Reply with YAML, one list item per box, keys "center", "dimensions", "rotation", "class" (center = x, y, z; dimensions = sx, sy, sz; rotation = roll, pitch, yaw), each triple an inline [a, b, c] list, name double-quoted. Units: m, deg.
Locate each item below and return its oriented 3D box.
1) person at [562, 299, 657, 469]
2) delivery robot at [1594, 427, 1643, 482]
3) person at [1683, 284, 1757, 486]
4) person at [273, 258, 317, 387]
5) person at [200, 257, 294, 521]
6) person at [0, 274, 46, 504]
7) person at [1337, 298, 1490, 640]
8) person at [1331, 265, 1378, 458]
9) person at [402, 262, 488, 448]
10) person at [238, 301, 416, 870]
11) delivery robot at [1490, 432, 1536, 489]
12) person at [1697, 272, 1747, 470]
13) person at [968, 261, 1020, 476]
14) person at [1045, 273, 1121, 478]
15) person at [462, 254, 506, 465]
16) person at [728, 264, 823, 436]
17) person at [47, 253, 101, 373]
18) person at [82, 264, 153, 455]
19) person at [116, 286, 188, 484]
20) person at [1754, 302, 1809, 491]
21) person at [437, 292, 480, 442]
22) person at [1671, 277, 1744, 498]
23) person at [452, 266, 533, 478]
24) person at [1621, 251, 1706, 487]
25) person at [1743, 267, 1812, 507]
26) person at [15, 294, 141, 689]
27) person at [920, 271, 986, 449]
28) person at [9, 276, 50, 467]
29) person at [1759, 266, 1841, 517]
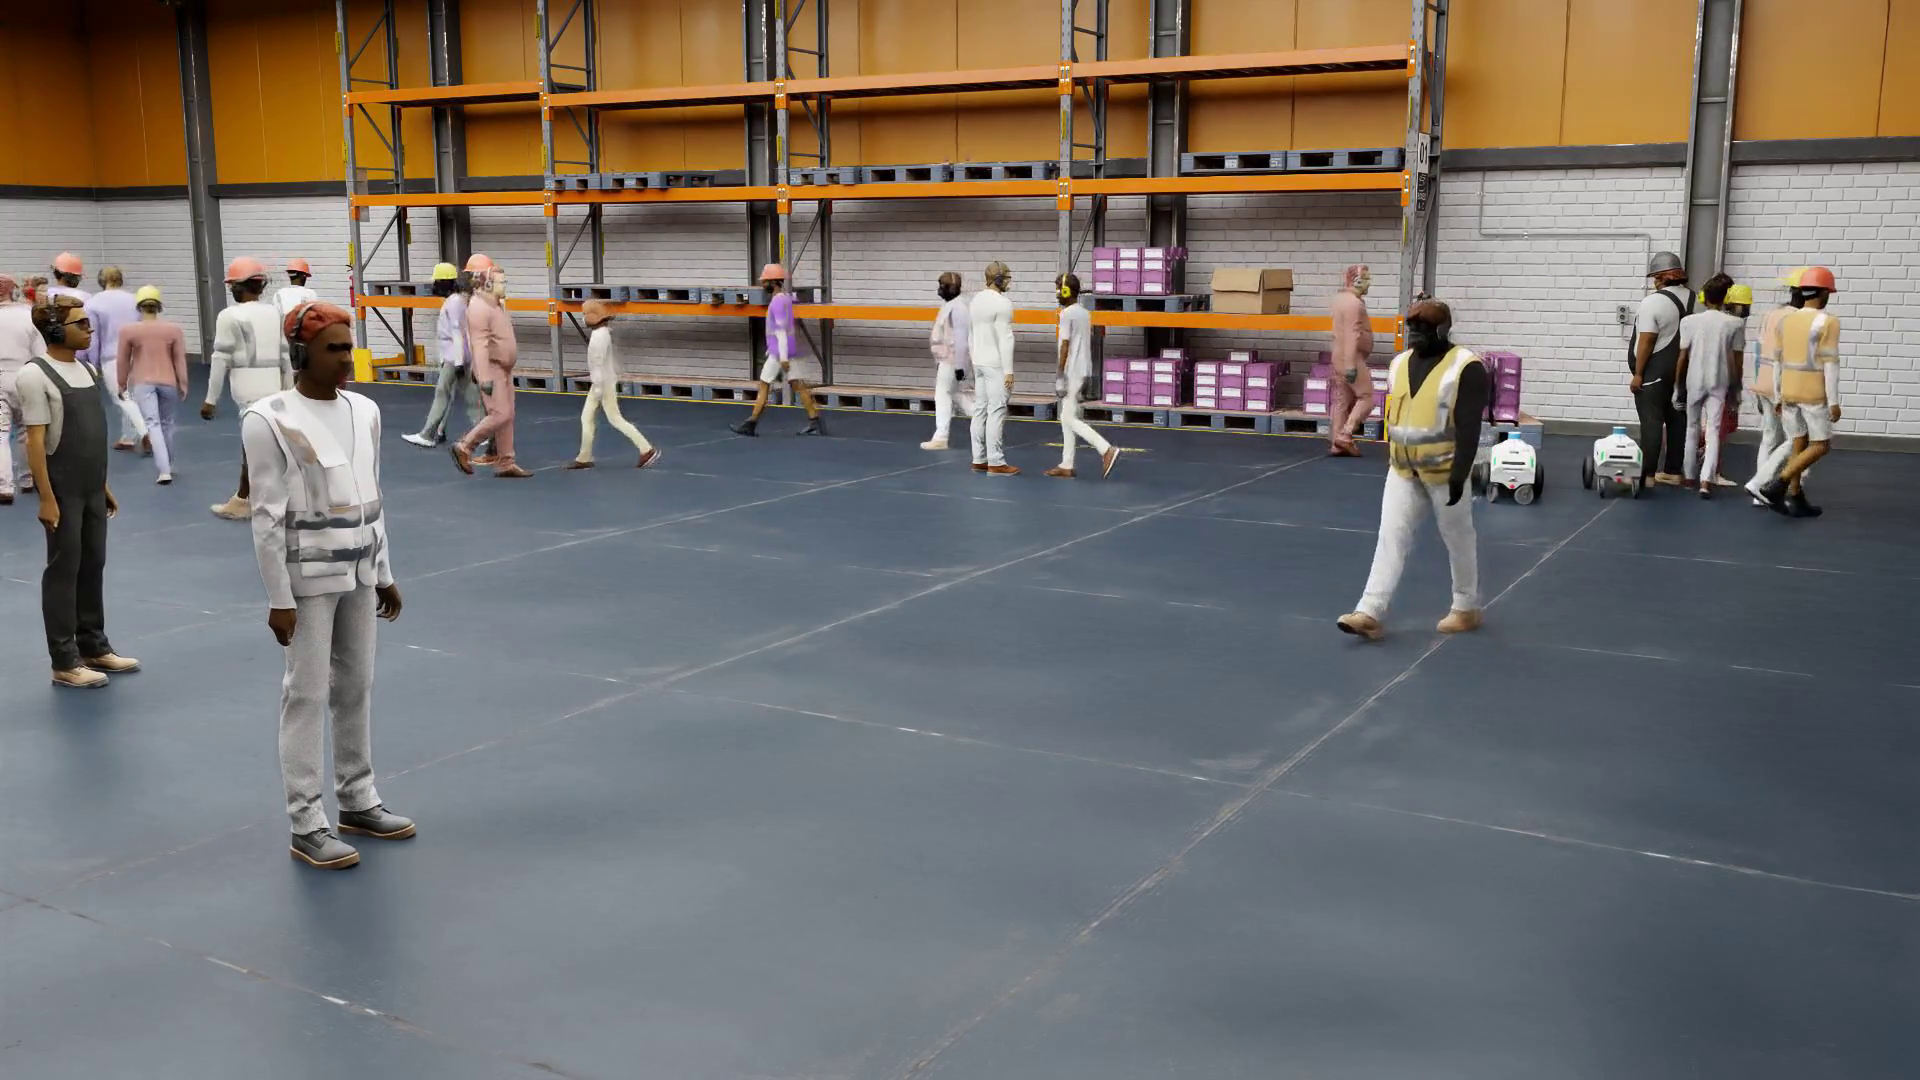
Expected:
- center: [-3.246, -1.434, 15.407]
  dimensions: [0.840, 1.594, 0.507]
  rotation: [-3, 10, -15]
  class: "person"
- center: [5.510, -0.706, 13.932]
  dimensions: [0.477, 0.478, 0.707]
  rotation: [3, 11, 17]
  class: "delivery robot"
- center: [6.570, -1.341, 14.413]
  dimensions: [0.548, 1.743, 0.556]
  rotation: [8, 13, 40]
  class: "person"
- center: [-7.590, -2.272, 19.180]
  dimensions: [0.542, 1.928, 0.374]
  rotation: [2, 10, 10]
  class: "person"
- center: [-5.207, -1.083, 12.289]
  dimensions: [1.045, 1.997, 0.631]
  rotation: [3, 11, 18]
  class: "person"
- center: [-7.791, -1.234, 13.579]
  dimensions: [0.642, 1.856, 1.053]
  rotation: [-6, 12, -31]
  class: "person"
- center: [2.435, -0.359, 8.724]
  dimensions: [0.969, 1.788, 0.639]
  rotation: [-8, 13, -37]
  class: "person"
- center: [3.848, -1.728, 16.205]
  dimensions: [0.446, 1.887, 0.669]
  rotation: [1, 10, 4]
  class: "person"
- center: [-5.302, -1.872, 17.000]
  dimensions: [0.904, 1.888, 0.614]
  rotation: [-2, 10, -12]
  class: "person"
- center: [-2.123, 0.146, 5.618]
  dimensions: [0.355, 1.883, 0.576]
  rotation: [4, 11, 20]
  class: "person"
- center: [4.507, -0.639, 13.554]
  dimensions: [0.477, 0.478, 0.707]
  rotation: [3, 11, 17]
  class: "delivery robot"
- center: [7.049, -1.582, 15.558]
  dimensions: [0.543, 1.835, 0.929]
  rotation: [4, 11, 20]
  class: "person"
- center: [0.297, -1.547, 15.047]
  dimensions: [0.352, 1.936, 0.635]
  rotation: [-6, 11, -29]
  class: "person"
- center: [1.097, -1.435, 14.745]
  dimensions: [0.748, 1.837, 0.555]
  rotation: [5, 11, 28]
  class: "person"
- center: [-4.487, -1.704, 15.769]
  dimensions: [0.391, 1.995, 0.613]
  rotation: [1, 10, 6]
  class: "person"
- center: [-1.978, -2.047, 18.058]
  dimensions: [1.043, 1.884, 0.549]
  rotation: [1, 10, 7]
  class: "person"
- center: [-8.866, -1.846, 16.597]
  dimensions: [0.647, 2.015, 0.724]
  rotation: [2, 10, 14]
  class: "person"
- center: [-8.222, -1.768, 16.431]
  dimensions: [0.881, 1.902, 0.629]
  rotation: [6, 12, 32]
  class: "person"
- center: [-7.109, -1.367, 14.650]
  dimensions: [0.540, 1.706, 0.908]
  rotation: [-7, 12, -36]
  class: "person"
- center: [6.962, -1.190, 13.949]
  dimensions: [0.576, 1.596, 0.766]
  rotation: [3, 11, 18]
  class: "person"
- center: [-5.340, -1.840, 17.684]
  dimensions: [0.529, 1.595, 0.845]
  rotation: [2, 10, 12]
  class: "person"
- center: [6.217, -1.267, 13.836]
  dimensions: [0.549, 1.825, 0.950]
  rotation: [5, 11, 27]
  class: "person"
- center: [-4.161, -1.474, 14.753]
  dimensions: [0.564, 1.892, 0.659]
  rotation: [1, 10, 3]
  class: "person"
- center: [6.030, -1.479, 14.368]
  dimensions: [0.679, 2.000, 0.537]
  rotation: [-5, 11, -25]
  class: "person"
- center: [6.493, -1.178, 13.054]
  dimensions: [0.463, 1.905, 0.629]
  rotation: [0, 10, -2]
  class: "person"
- center: [-4.176, -0.231, 7.849]
  dimensions: [0.336, 1.846, 0.513]
  rotation: [1, 10, 4]
  class: "person"
- center: [-0.025, -1.835, 17.014]
  dimensions: [0.735, 1.819, 0.632]
  rotation: [-1, 10, -6]
  class: "person"
- center: [-8.698, -1.572, 15.620]
  dimensions: [0.994, 1.794, 0.586]
  rotation: [-3, 10, -15]
  class: "person"
- center: [6.351, -1.093, 12.552]
  dimensions: [0.596, 1.917, 0.588]
  rotation: [-3, 11, -18]
  class: "person"
